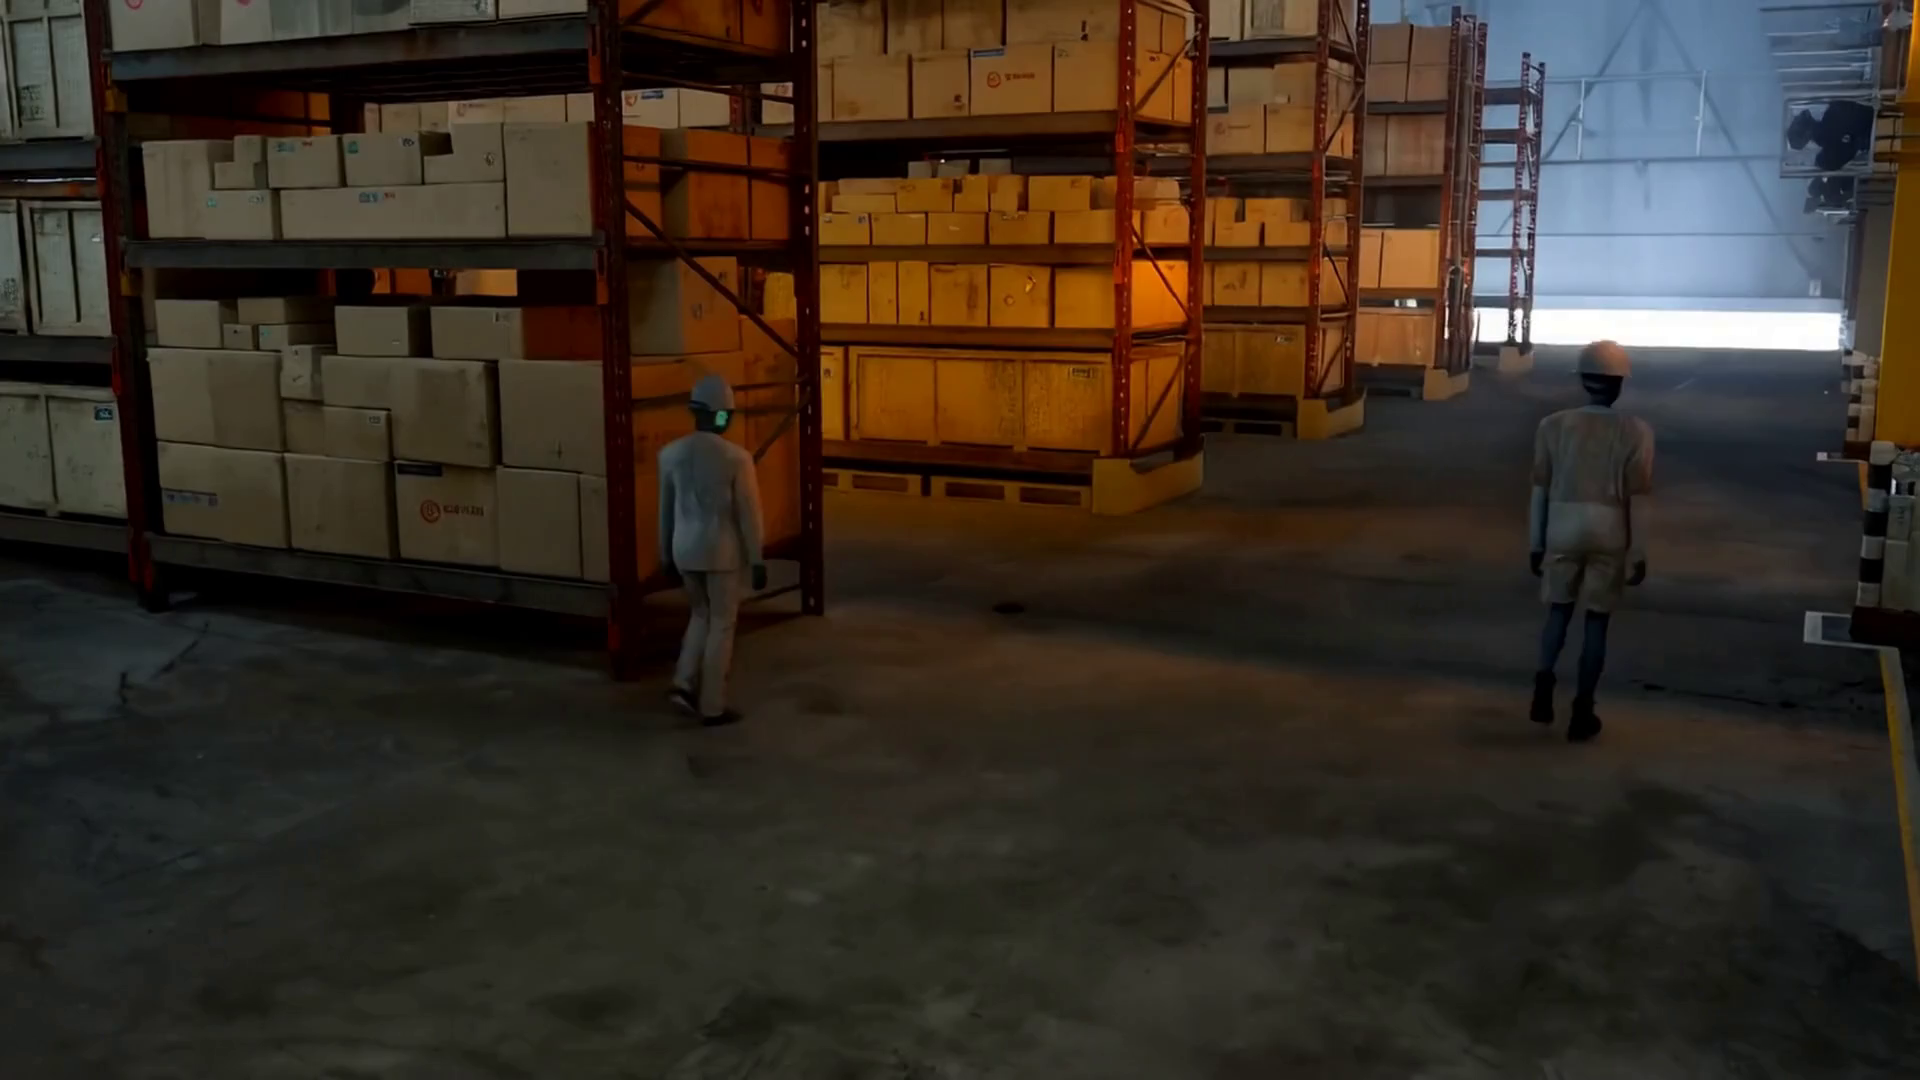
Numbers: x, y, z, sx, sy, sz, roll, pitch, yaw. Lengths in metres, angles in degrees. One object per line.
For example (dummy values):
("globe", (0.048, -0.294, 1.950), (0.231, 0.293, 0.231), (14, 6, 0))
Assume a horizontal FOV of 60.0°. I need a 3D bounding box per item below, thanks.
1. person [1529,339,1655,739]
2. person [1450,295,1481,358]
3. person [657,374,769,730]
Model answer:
("person", (3.020, 0.005, 7.980), (0.546, 1.925, 0.415), (8, 12, 37))
("person", (9.177, -3.666, 30.140), (0.512, 1.612, 0.789), (-1, 10, -3))
("person", (-1.204, 0.062, 8.168), (0.562, 1.741, 0.375), (6, 11, 31))
